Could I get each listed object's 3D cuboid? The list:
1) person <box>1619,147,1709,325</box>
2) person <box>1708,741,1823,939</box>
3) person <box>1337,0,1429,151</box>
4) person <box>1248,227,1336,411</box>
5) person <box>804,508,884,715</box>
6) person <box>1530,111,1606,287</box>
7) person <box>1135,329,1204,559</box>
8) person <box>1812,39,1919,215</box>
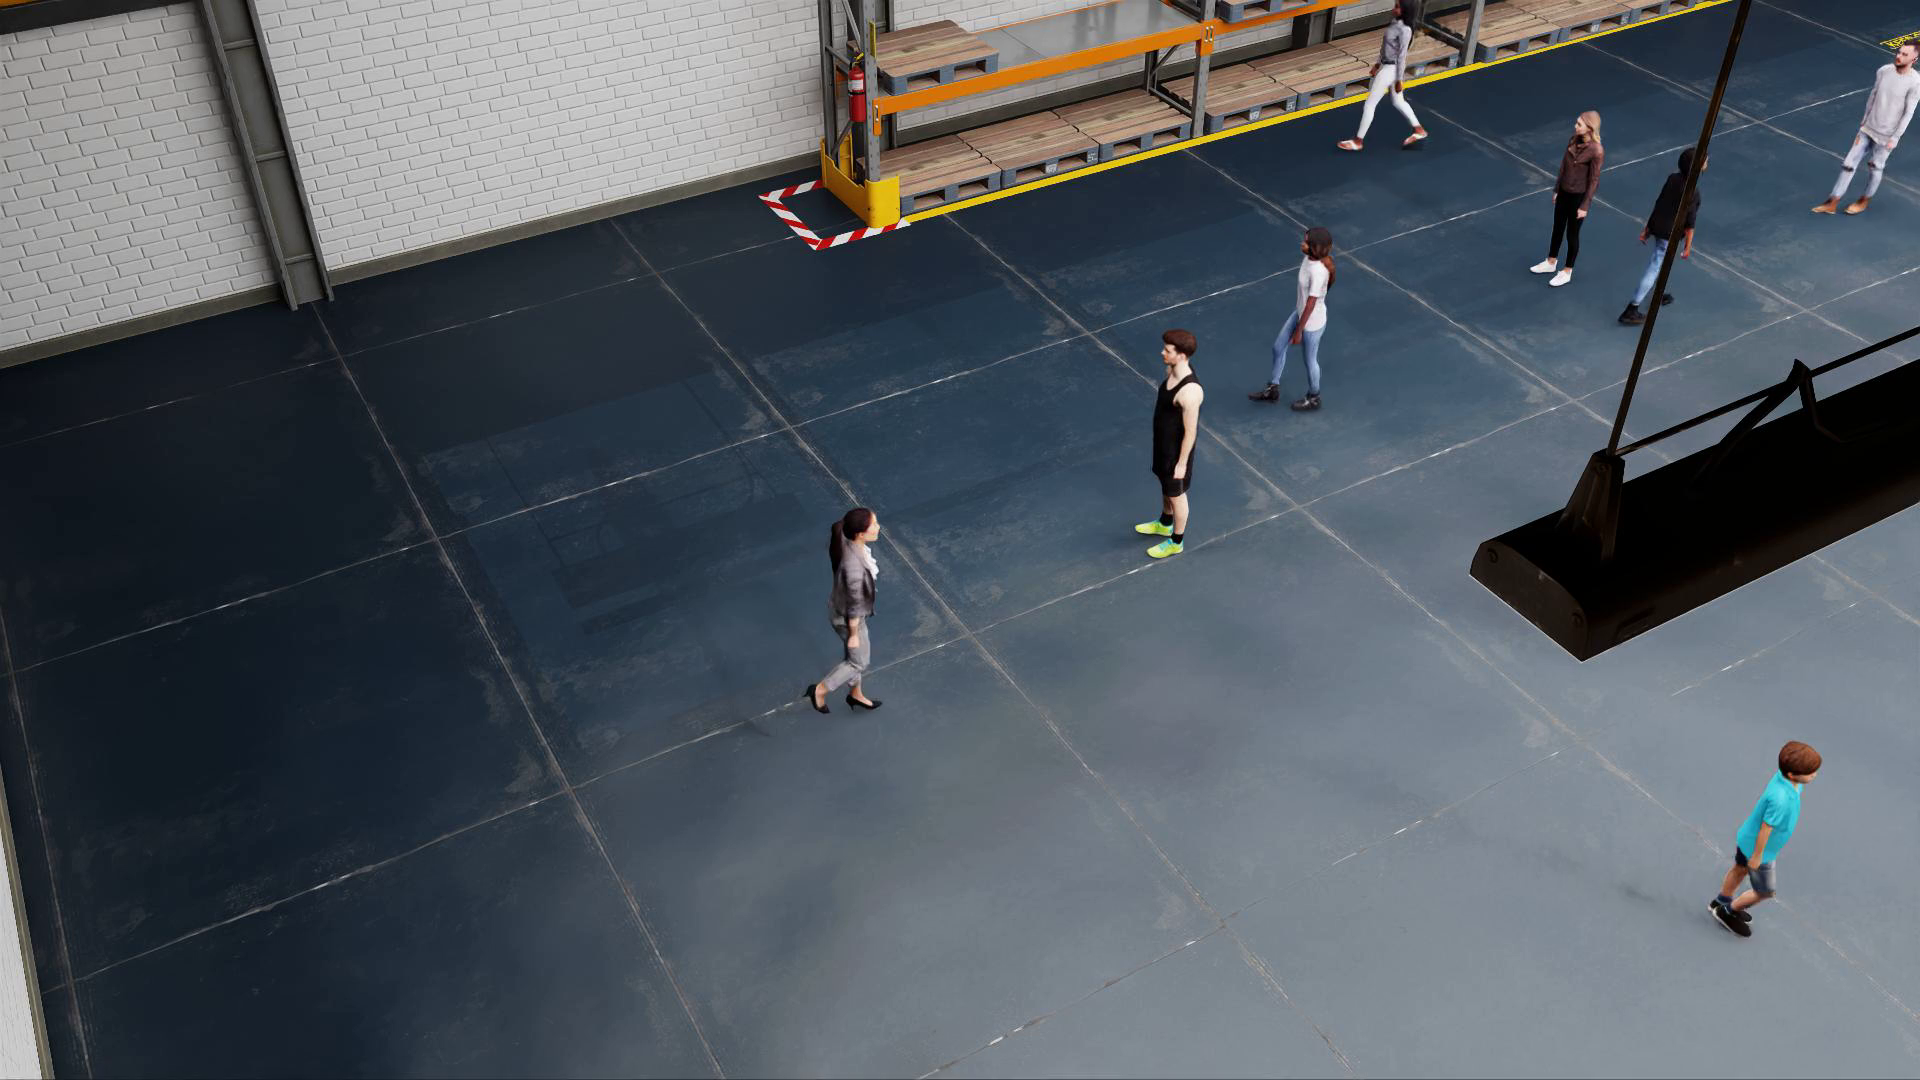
[{"bbox_3d":[6.191,-2.673,14.770,0.934,1.677,0.697,-11,40,-13],"label":"person"},{"bbox_3d":[4.526,1.674,9.513,0.681,1.446,0.589,20,43,23],"label":"person"},{"bbox_3d":[4.639,-4.905,17.561,1.245,1.683,1.052,3,39,4],"label":"person"},{"bbox_3d":[2.929,-1.786,13.637,0.956,1.706,0.830,-2,39,-2],"label":"person"},{"bbox_3d":[-0.800,0.500,10.813,0.886,1.658,0.773,-5,39,-6],"label":"person"},{"bbox_3d":[5.681,-3.174,15.378,0.554,1.702,0.633,-13,40,-16],"label":"person"},{"bbox_3d":[1.563,-0.708,12.139,0.685,1.889,0.751,-7,39,-9],"label":"person"},{"bbox_3d":[9.140,-4.058,16.391,0.915,1.818,0.728,-18,42,-21],"label":"person"}]
